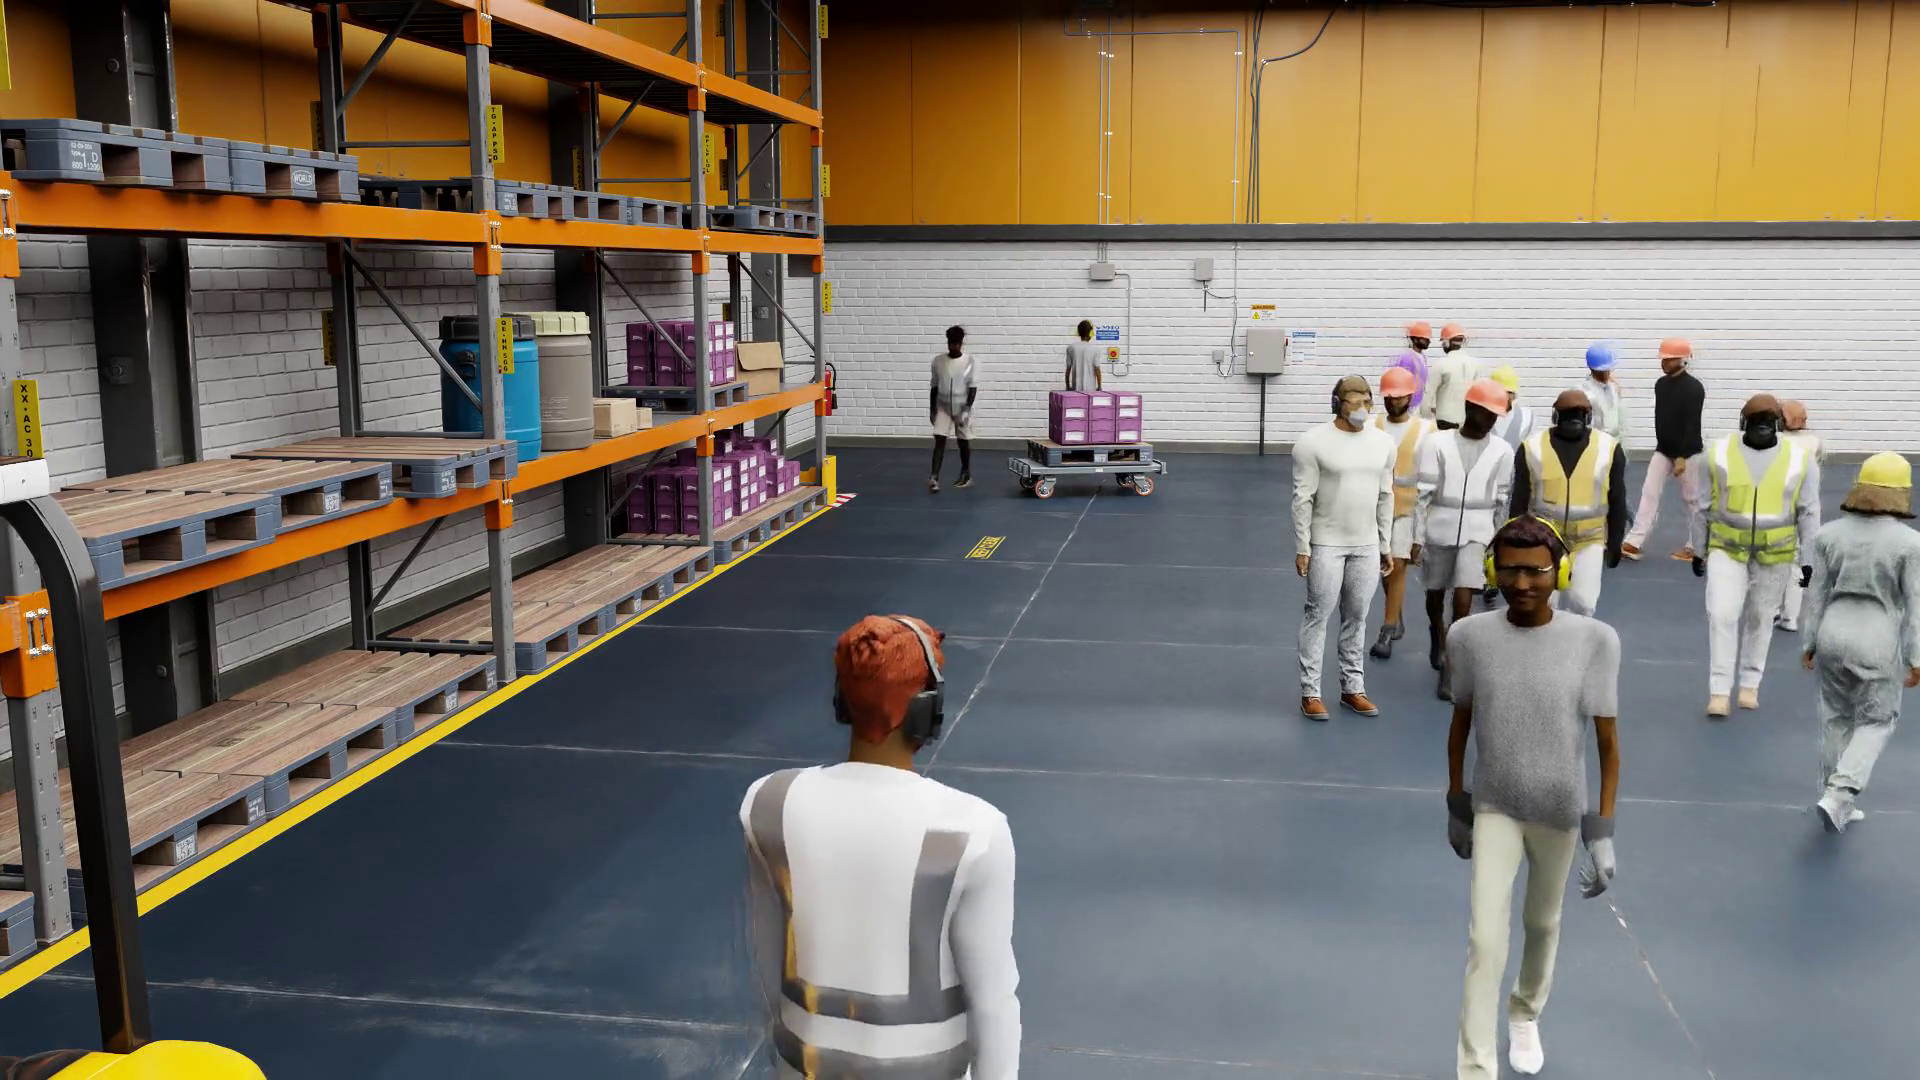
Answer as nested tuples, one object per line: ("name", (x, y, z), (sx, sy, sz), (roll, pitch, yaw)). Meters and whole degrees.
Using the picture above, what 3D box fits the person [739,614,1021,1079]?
("person", (-0.149, 1.066, 3.211), (0.574, 1.868, 0.447), (3, 10, 19))

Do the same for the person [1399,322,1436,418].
("person", (5.408, -1.573, 19.365), (0.878, 1.900, 0.568), (6, 11, 31))

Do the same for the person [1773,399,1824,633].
("person", (5.737, -0.167, 11.560), (0.509, 1.622, 0.383), (-1, 9, -6))

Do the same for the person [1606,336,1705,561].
("person", (6.044, -0.761, 14.224), (0.970, 1.944, 0.633), (-3, 10, -16))

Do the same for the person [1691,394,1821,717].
("person", (4.444, 0.100, 9.317), (0.651, 1.811, 0.809), (4, 10, 24))

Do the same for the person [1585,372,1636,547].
("person", (5.860, -0.716, 14.974), (0.517, 1.610, 0.548), (-2, 9, -11))

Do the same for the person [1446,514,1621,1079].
("person", (1.666, 0.823, 4.911), (0.502, 1.806, 1.021), (3, 10, 19))

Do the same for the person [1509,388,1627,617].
("person", (3.619, -0.003, 9.944), (0.668, 1.822, 0.525), (3, 10, 19))

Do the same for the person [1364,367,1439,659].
("person", (2.849, -0.201, 10.988), (0.566, 1.884, 1.013), (5, 10, 27))

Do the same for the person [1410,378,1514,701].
("person", (2.996, -0.039, 9.974), (0.566, 1.889, 0.903), (2, 10, 15))

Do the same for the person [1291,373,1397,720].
("person", (2.156, 0.038, 9.332), (0.628, 1.940, 0.373), (-3, 10, -15))

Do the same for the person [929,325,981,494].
("person", (-0.056, -1.490, 18.931), (0.614, 1.906, 0.982), (2, 9, 13))

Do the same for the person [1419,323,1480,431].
("person", (5.040, -1.263, 17.285), (0.618, 1.966, 0.699), (-6, 11, -33))

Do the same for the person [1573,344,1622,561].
("person", (5.405, -0.705, 14.052), (0.797, 1.900, 0.398), (-8, 12, -39))

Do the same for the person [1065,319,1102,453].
("person", (1.649, -1.976, 21.974), (0.534, 1.873, 0.328), (5, 10, 27))

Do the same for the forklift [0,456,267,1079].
("forklift", (-2.328, 0.975, 2.765), (2.313, 2.155, 1.214), (1, 9, 9))

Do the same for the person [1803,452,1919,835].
("person", (3.943, 0.474, 7.309), (0.554, 1.721, 0.518), (-7, 12, -38))

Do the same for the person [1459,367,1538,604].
("person", (4.080, -0.412, 12.584), (0.614, 1.773, 0.944), (1, 9, 7))
